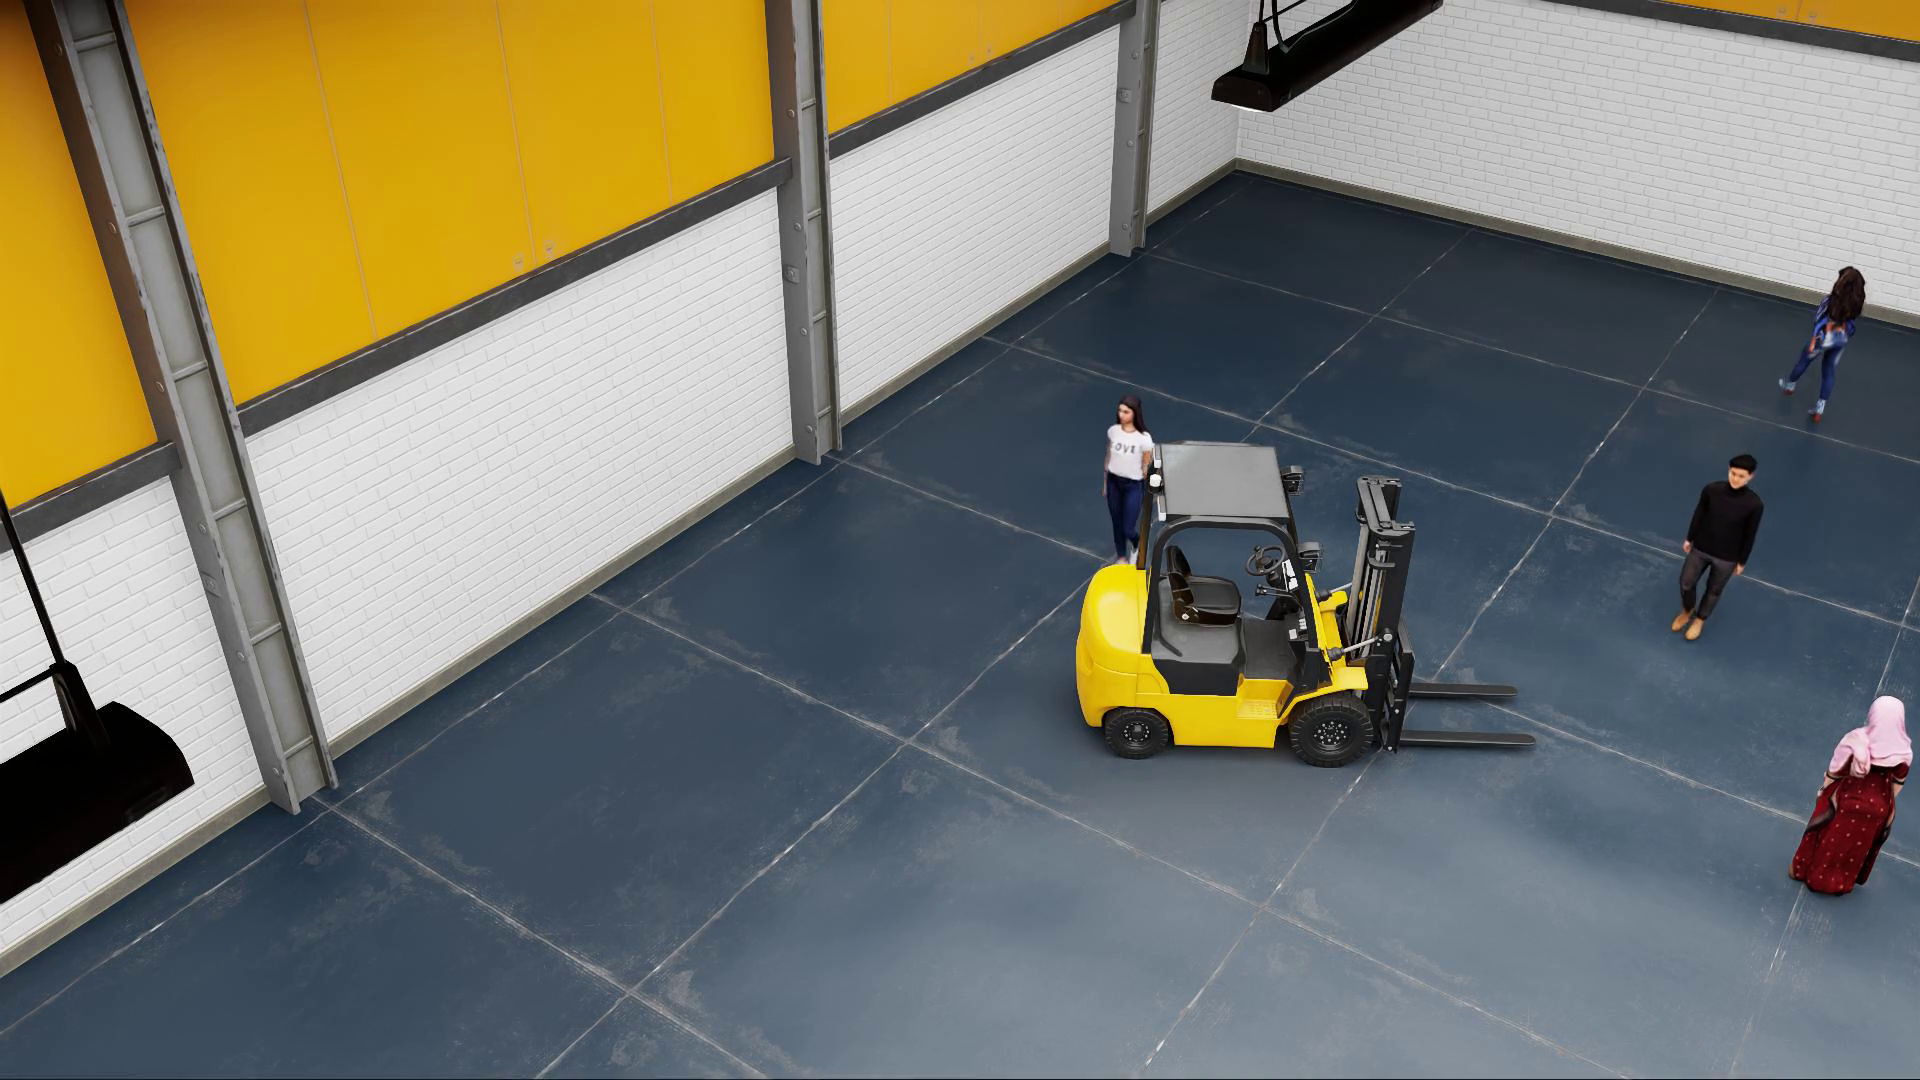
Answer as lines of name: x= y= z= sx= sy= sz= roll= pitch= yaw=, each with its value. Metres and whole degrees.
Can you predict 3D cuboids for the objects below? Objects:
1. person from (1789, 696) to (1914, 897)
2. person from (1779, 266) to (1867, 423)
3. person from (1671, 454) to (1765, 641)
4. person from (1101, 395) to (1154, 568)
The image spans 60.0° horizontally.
person: x=5.949 y=1.707 z=11.015 sx=0.727 sy=1.630 sz=0.696 roll=11 pitch=35 yaw=16
person: x=8.662 y=-1.926 z=16.515 sx=0.945 sy=1.591 sz=1.059 roll=-2 pitch=34 yaw=-2
person: x=6.159 y=0.023 z=13.469 sx=0.687 sy=1.718 sz=0.595 roll=26 pitch=41 yaw=33
person: x=1.462 y=-0.469 z=14.167 sx=0.604 sy=1.766 sz=0.654 roll=22 pitch=39 yaw=29
